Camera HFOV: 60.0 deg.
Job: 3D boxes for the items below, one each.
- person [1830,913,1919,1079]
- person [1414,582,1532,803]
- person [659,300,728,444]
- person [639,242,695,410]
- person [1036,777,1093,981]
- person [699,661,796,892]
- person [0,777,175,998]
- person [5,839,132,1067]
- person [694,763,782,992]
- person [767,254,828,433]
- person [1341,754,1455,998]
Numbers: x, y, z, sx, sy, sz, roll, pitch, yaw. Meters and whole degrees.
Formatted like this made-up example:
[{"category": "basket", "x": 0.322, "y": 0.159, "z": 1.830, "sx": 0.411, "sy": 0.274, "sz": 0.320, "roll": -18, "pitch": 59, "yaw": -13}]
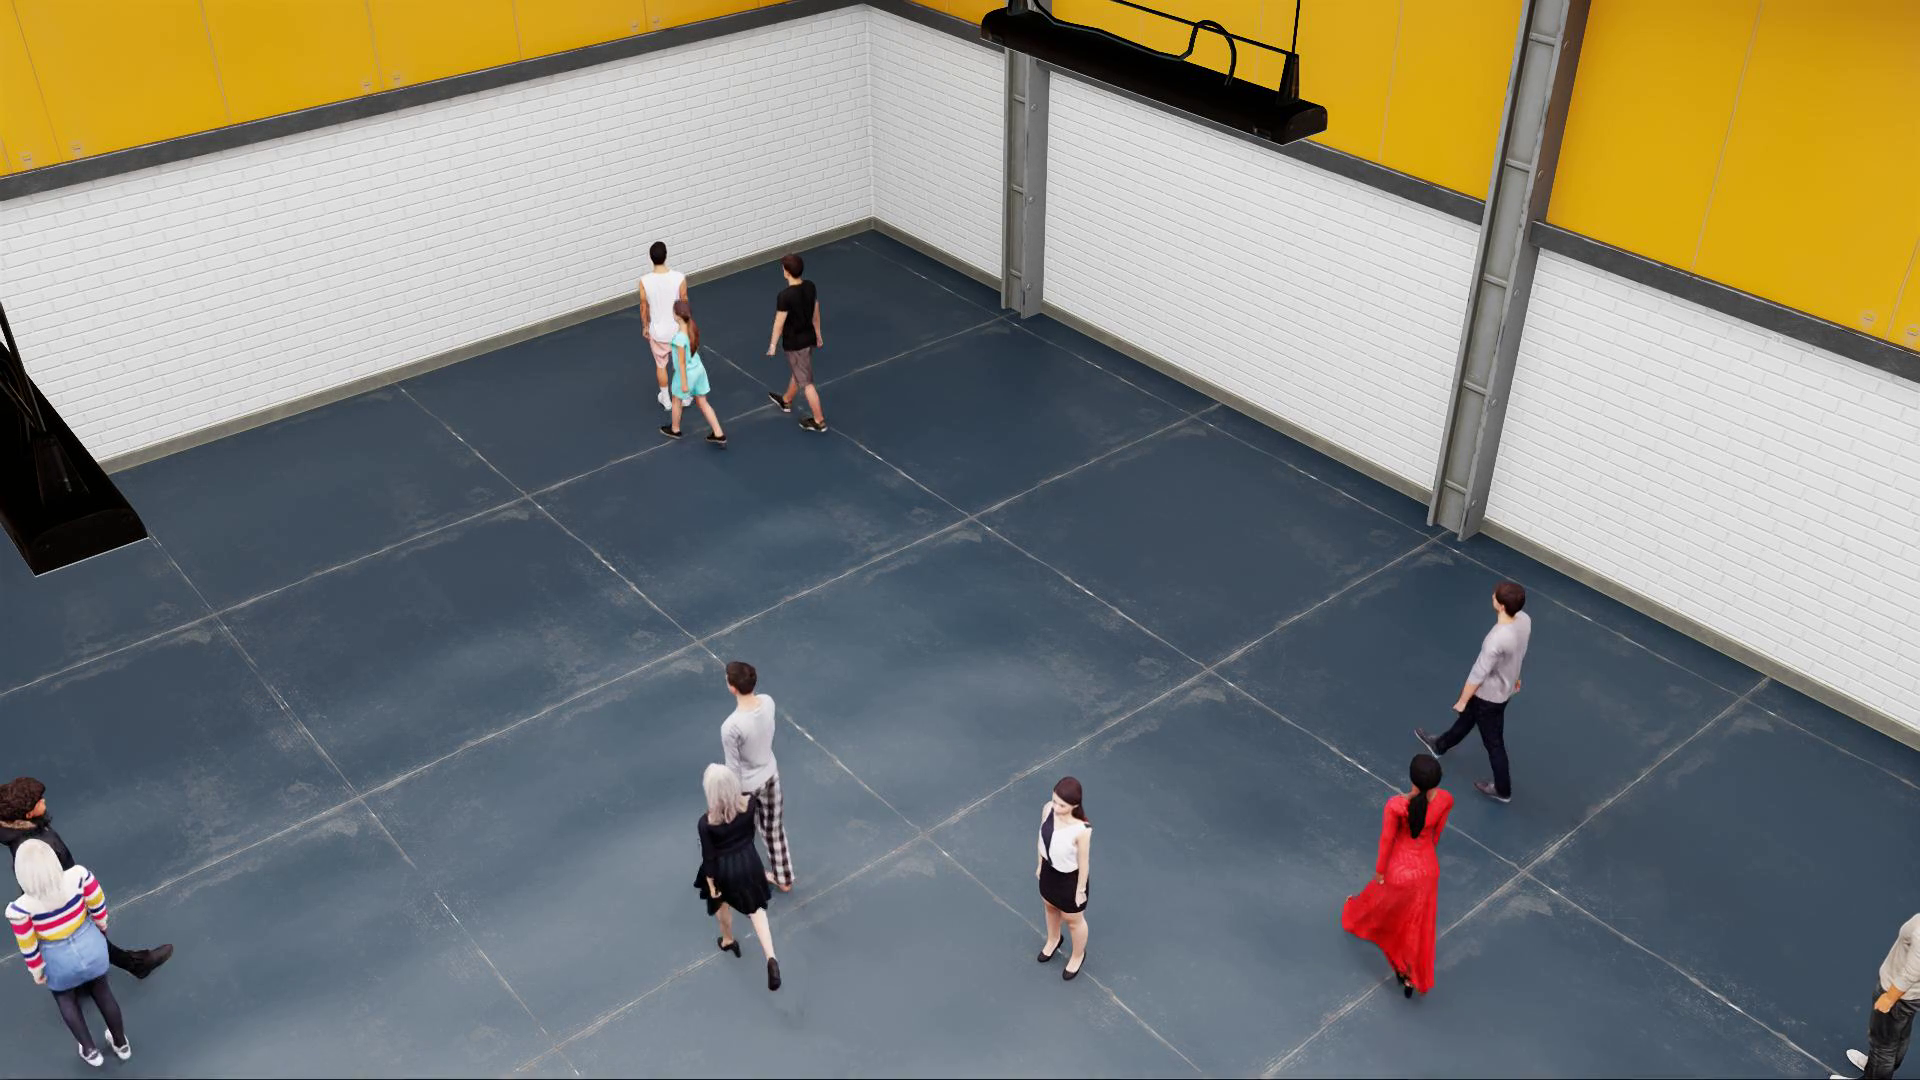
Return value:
[{"category": "person", "x": 5.529, "y": 2.584, "z": 9.678, "sx": 0.654, "sy": 1.811, "sz": 0.515, "roll": -25, "pitch": 41, "yaw": -33}, {"category": "person", "x": 3.892, "y": 1.119, "z": 11.886, "sx": 1.145, "sy": 1.806, "sz": 0.828, "roll": 25, "pitch": 41, "yaw": 32}, {"category": "person", "x": -2.578, "y": -1.600, "z": 16.228, "sx": 1.063, "sy": 1.526, "sz": 0.806, "roll": 16, "pitch": 37, "yaw": 23}, {"category": "person", "x": -2.958, "y": -2.140, "z": 16.808, "sx": 0.770, "sy": 1.786, "sz": 0.775, "roll": -8, "pitch": 34, "yaw": -12}, {"category": "person", "x": 0.662, "y": 2.126, "z": 10.515, "sx": 0.619, "sy": 1.646, "sz": 0.472, "roll": -29, "pitch": 43, "yaw": -36}, {"category": "person", "x": -1.319, "y": 1.631, "z": 11.103, "sx": 1.081, "sy": 1.821, "sz": 0.793, "roll": 24, "pitch": 40, "yaw": 31}, {"category": "person", "x": -5.663, "y": 2.230, "z": 10.267, "sx": 0.693, "sy": 1.748, "sz": 0.852, "roll": -24, "pitch": 41, "yaw": -32}, {"category": "person", "x": -5.218, "y": 2.470, "z": 9.857, "sx": 0.597, "sy": 1.801, "sz": 0.685, "roll": 26, "pitch": 41, "yaw": 33}, {"category": "person", "x": -1.376, "y": 2.120, "z": 10.453, "sx": 0.668, "sy": 1.725, "sz": 1.025, "roll": -21, "pitch": 39, "yaw": -28}, {"category": "person", "x": -1.510, "y": -1.907, "z": 16.418, "sx": 1.152, "sy": 1.828, "sz": 0.871, "roll": 20, "pitch": 39, "yaw": 28}, {"category": "person", "x": 2.836, "y": 2.141, "z": 10.407, "sx": 0.989, "sy": 1.741, "sz": 1.204, "roll": -6, "pitch": 34, "yaw": -9}]
